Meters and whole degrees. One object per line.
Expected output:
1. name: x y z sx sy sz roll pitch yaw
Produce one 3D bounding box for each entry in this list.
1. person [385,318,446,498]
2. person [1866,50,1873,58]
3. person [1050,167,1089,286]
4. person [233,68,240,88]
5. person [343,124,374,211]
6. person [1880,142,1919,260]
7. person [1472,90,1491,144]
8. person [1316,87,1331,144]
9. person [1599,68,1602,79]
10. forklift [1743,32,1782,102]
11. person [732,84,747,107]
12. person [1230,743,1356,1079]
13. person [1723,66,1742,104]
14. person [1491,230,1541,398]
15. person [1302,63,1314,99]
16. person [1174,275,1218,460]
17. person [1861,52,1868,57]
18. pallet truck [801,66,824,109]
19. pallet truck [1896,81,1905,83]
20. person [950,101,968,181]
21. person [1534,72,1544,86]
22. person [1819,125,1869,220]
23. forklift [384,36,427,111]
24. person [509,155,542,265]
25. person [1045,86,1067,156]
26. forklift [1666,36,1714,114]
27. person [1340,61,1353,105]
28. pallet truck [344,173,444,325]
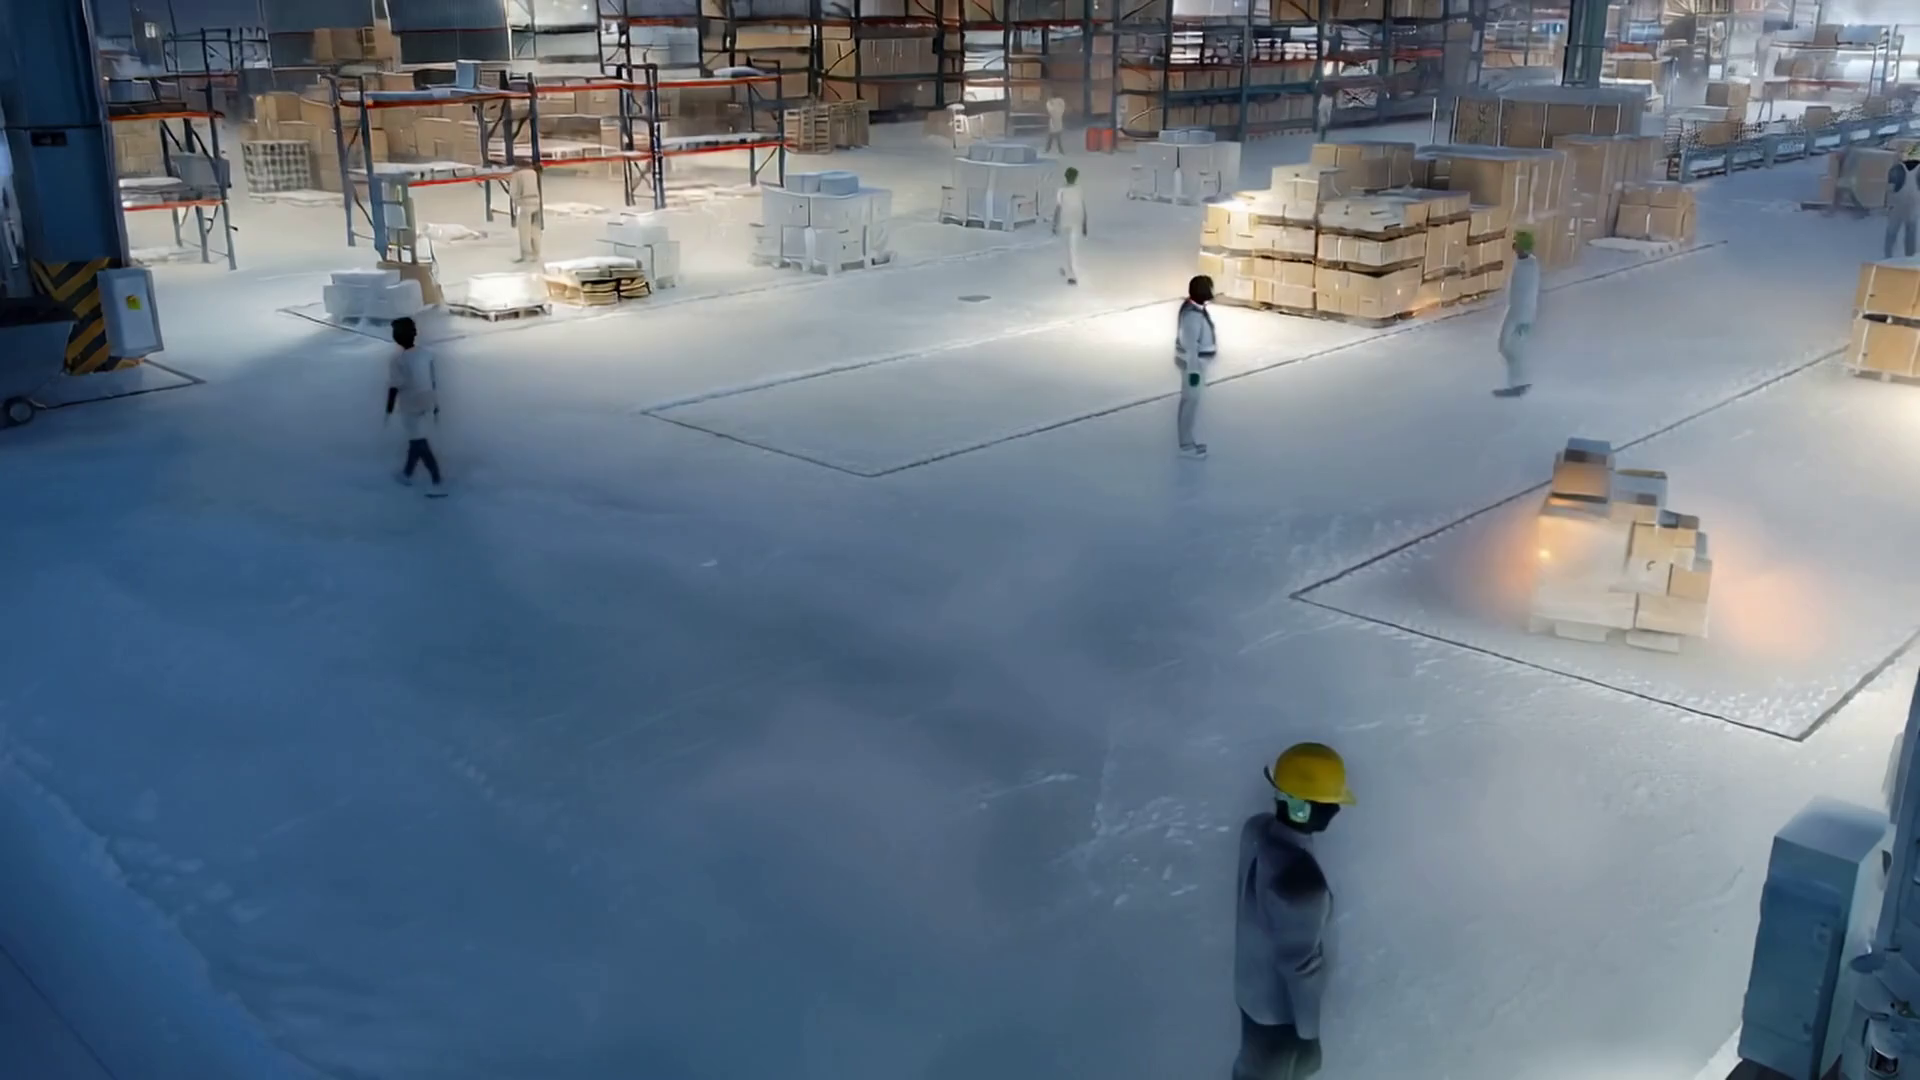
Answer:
1. person: -5.098 -1.225 15.372 0.778 1.650 0.541 7 20 21
2. person: 45.329 -23.837 83.095 0.558 1.926 0.630 -14 23 -35
3. person: 1.717 -5.011 26.533 0.540 1.815 1.003 -6 19 -17
4. person: -25.372 -15.671 58.619 0.632 1.859 0.998 17 25 41
5. person: -12.664 -7.840 35.074 0.906 1.806 0.543 1 18 2
6. person: 16.265 -5.807 28.590 0.682 2.000 0.537 8 20 23
7. person: 15.529 -12.526 49.391 0.669 1.676 0.533 -15 23 -37
8. person: 10.992 -12.839 50.329 0.421 1.678 0.582 -2 18 -6
9. person: 22.275 -15.530 58.118 0.636 1.900 0.400 16 24 39
10. forklift: 33.219 -19.305 67.945 1.873 2.768 1.129 17 25 41
11. person: -7.477 -14.883 56.470 0.532 1.698 0.319 -7 20 -21
12. person: 1.204 1.672 6.142 0.391 1.987 0.608 -3 19 -9
13. person: 28.408 -16.514 61.189 0.606 1.819 0.561 15 24 38
14. person: 6.359 -2.563 18.991 0.430 1.928 0.660 2 18 6
15. person: 13.318 -17.247 63.365 0.650 1.856 0.998 -1 18 -4
16. person: 2.359 -1.736 16.647 0.429 1.838 0.621 3 19 9
17. person: 38.782 -20.059 71.751 0.690 1.906 0.407 -15 23 -37
18. pallet truck: -4.812 -15.182 56.903 0.823 1.965 1.885 -9 21 -26
19. pallet truck: 34.802 -16.331 61.455 0.653 1.274 1.630 17 25 41
20. person: -0.044 -9.730 40.596 0.394 1.929 0.539 12 22 32
21. person: 21.052 -16.135 60.357 0.583 1.611 0.533 -3 19 -10
22. person: 18.118 -7.477 33.848 0.860 1.900 0.568 17 25 41
23. forklift: -21.396 -17.657 62.978 1.129 2.768 1.873 17 25 41
24. person: -7.417 -5.611 28.314 0.428 1.839 0.631 11 21 30
25. person: 2.721 -11.811 46.897 0.626 1.896 1.049 -14 23 -36
26. forklift: 27.341 -17.291 61.877 1.129 2.768 1.873 17 25 41
27. person: 15.583 -18.439 67.003 0.570 1.812 0.436 -13 22 -34
28. pallet truck: -8.209 -4.181 23.757 0.823 1.965 1.885 3 19 9
